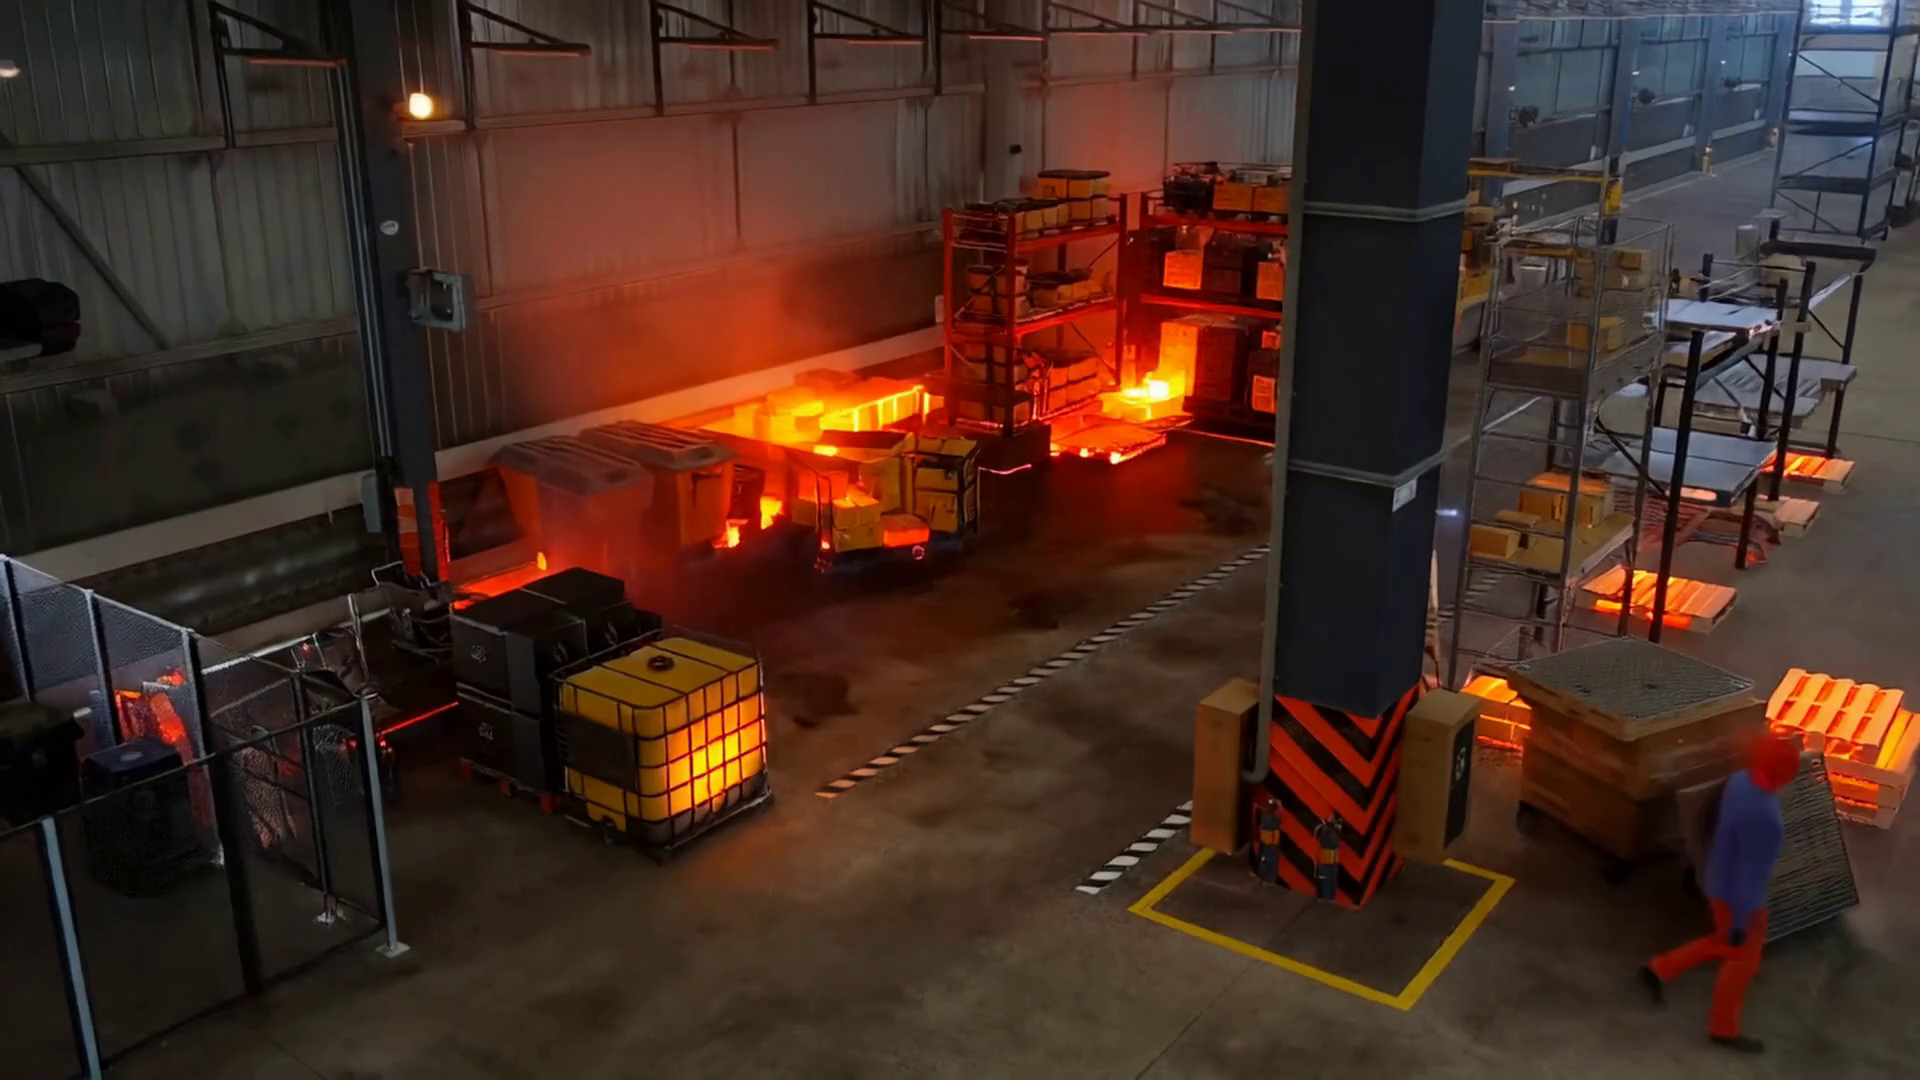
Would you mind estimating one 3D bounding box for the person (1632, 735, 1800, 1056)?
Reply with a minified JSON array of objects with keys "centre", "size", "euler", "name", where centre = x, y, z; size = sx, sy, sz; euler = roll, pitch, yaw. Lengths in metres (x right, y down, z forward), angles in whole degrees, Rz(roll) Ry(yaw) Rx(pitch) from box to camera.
[{"centre":[4.218,1.942,9.215],"size":[0.631,1.922,0.630],"euler":[6,19,17],"name":"person"}]
